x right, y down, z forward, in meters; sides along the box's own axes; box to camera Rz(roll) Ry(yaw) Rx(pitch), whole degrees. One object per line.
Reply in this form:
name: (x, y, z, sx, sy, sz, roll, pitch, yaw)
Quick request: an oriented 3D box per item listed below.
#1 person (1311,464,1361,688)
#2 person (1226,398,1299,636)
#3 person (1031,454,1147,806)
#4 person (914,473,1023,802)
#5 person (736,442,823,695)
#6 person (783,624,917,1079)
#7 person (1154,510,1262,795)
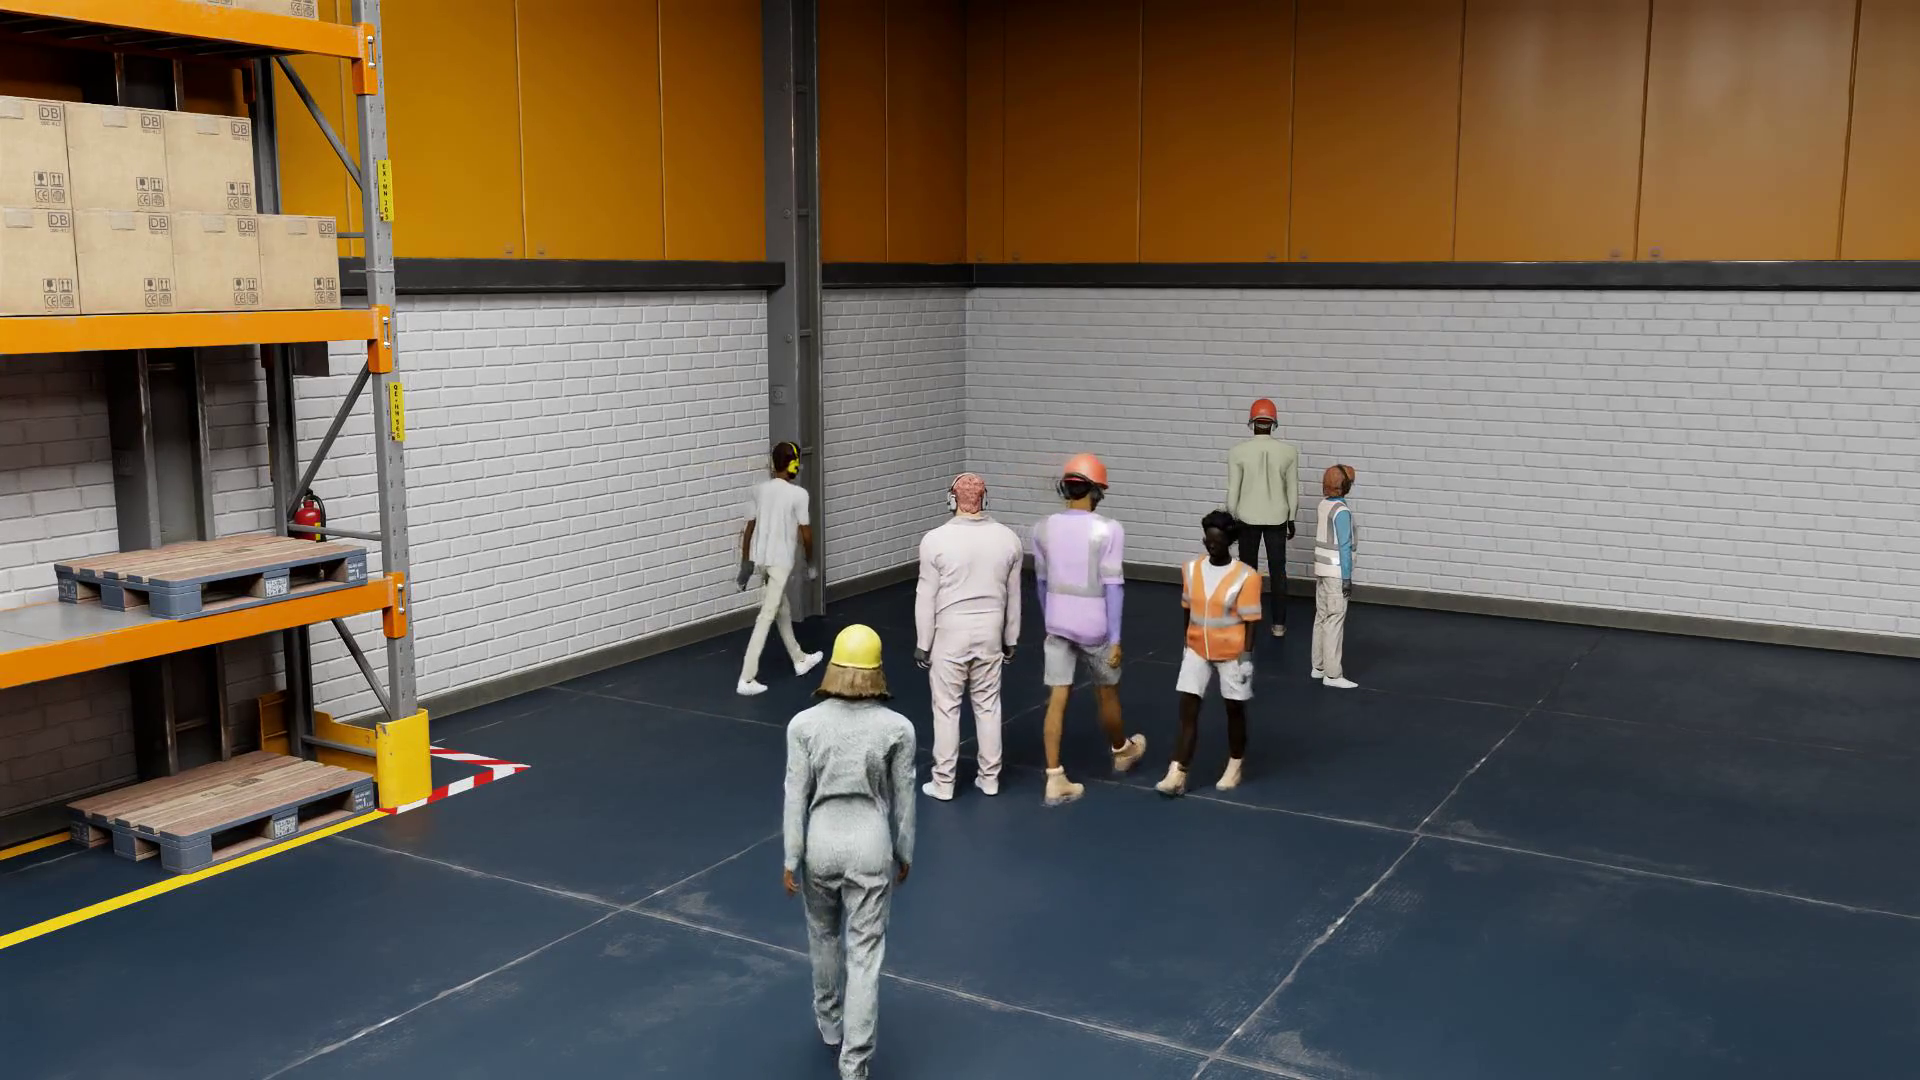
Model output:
person: (2.757, 0.260, 12.229, 0.305, 1.644, 0.522, -1, 9, -7)
person: (2.521, -0.183, 13.905, 0.608, 1.996, 0.382, 0, 9, 0)
person: (0.748, 0.493, 9.720, 0.629, 1.981, 1.053, 6, 11, 31)
person: (0.038, 0.559, 9.594, 0.654, 1.897, 0.403, -4, 10, -24)
person: (-1.308, 0.192, 12.164, 0.485, 1.801, 1.038, 7, 11, 37)
person: (-0.413, 1.171, 6.334, 0.495, 1.699, 0.782, 0, 9, -1)
person: (1.432, 0.669, 9.557, 0.546, 1.667, 0.722, 7, 11, 36)
